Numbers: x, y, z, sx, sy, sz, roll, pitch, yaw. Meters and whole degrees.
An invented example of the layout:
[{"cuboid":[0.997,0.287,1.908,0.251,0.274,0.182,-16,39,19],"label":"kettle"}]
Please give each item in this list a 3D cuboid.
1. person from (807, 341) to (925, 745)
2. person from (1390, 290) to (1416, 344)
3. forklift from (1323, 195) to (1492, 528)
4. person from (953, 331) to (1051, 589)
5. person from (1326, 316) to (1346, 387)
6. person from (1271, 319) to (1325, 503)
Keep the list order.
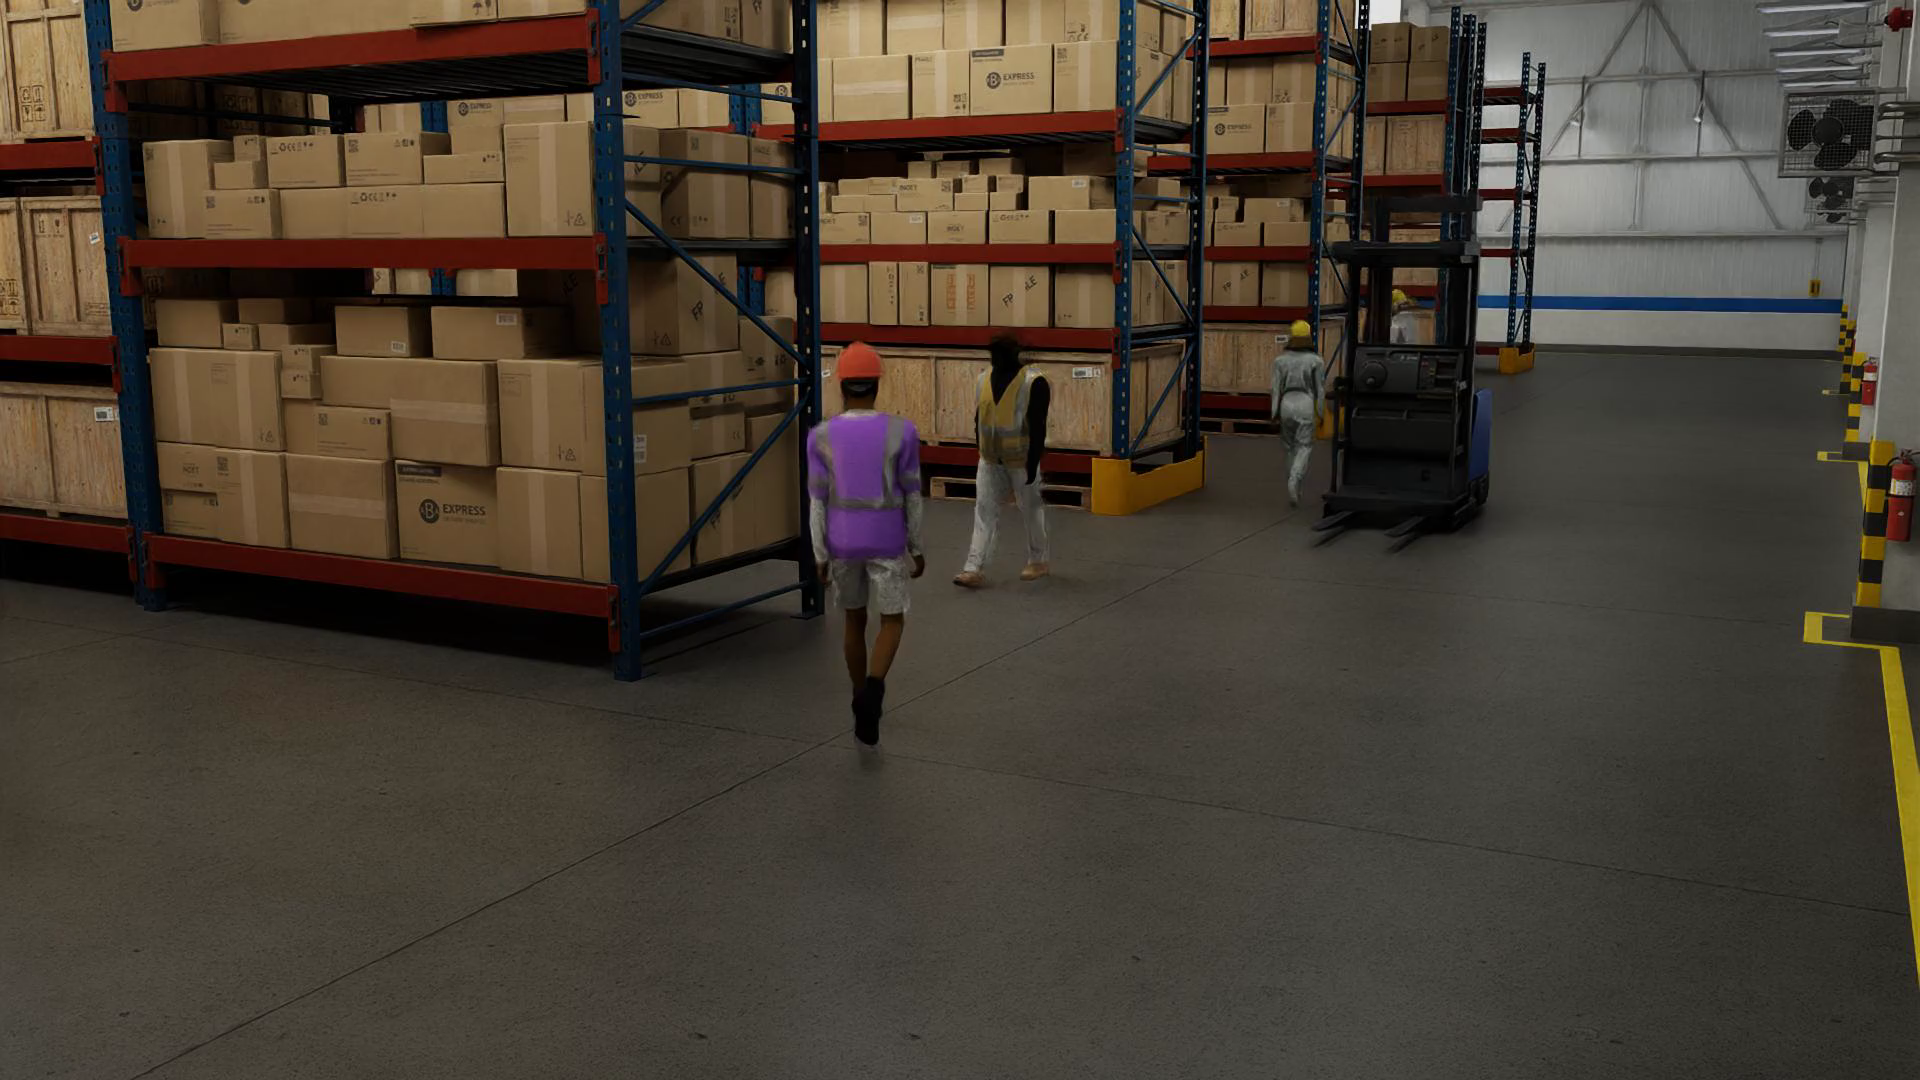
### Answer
[{"cuboid":[-0.460,0.018,7.924,0.556,1.919,0.767,2,10,10],"label":"person"},{"cuboid":[5.996,-2.511,22.852,0.459,1.813,0.619,9,13,42],"label":"person"},{"cuboid":[4.070,-1.643,14.761,1.129,2.768,1.873,5,11,27],"label":"forklift"},{"cuboid":[0.329,-0.558,11.626,0.635,1.796,0.955,6,12,32],"label":"person"},{"cuboid":[5.494,-2.709,24.318,0.565,1.714,0.860,-5,11,-25],"label":"person"},{"cuboid":[3.137,-1.201,15.536,0.490,1.717,0.702,5,11,26],"label":"person"}]
